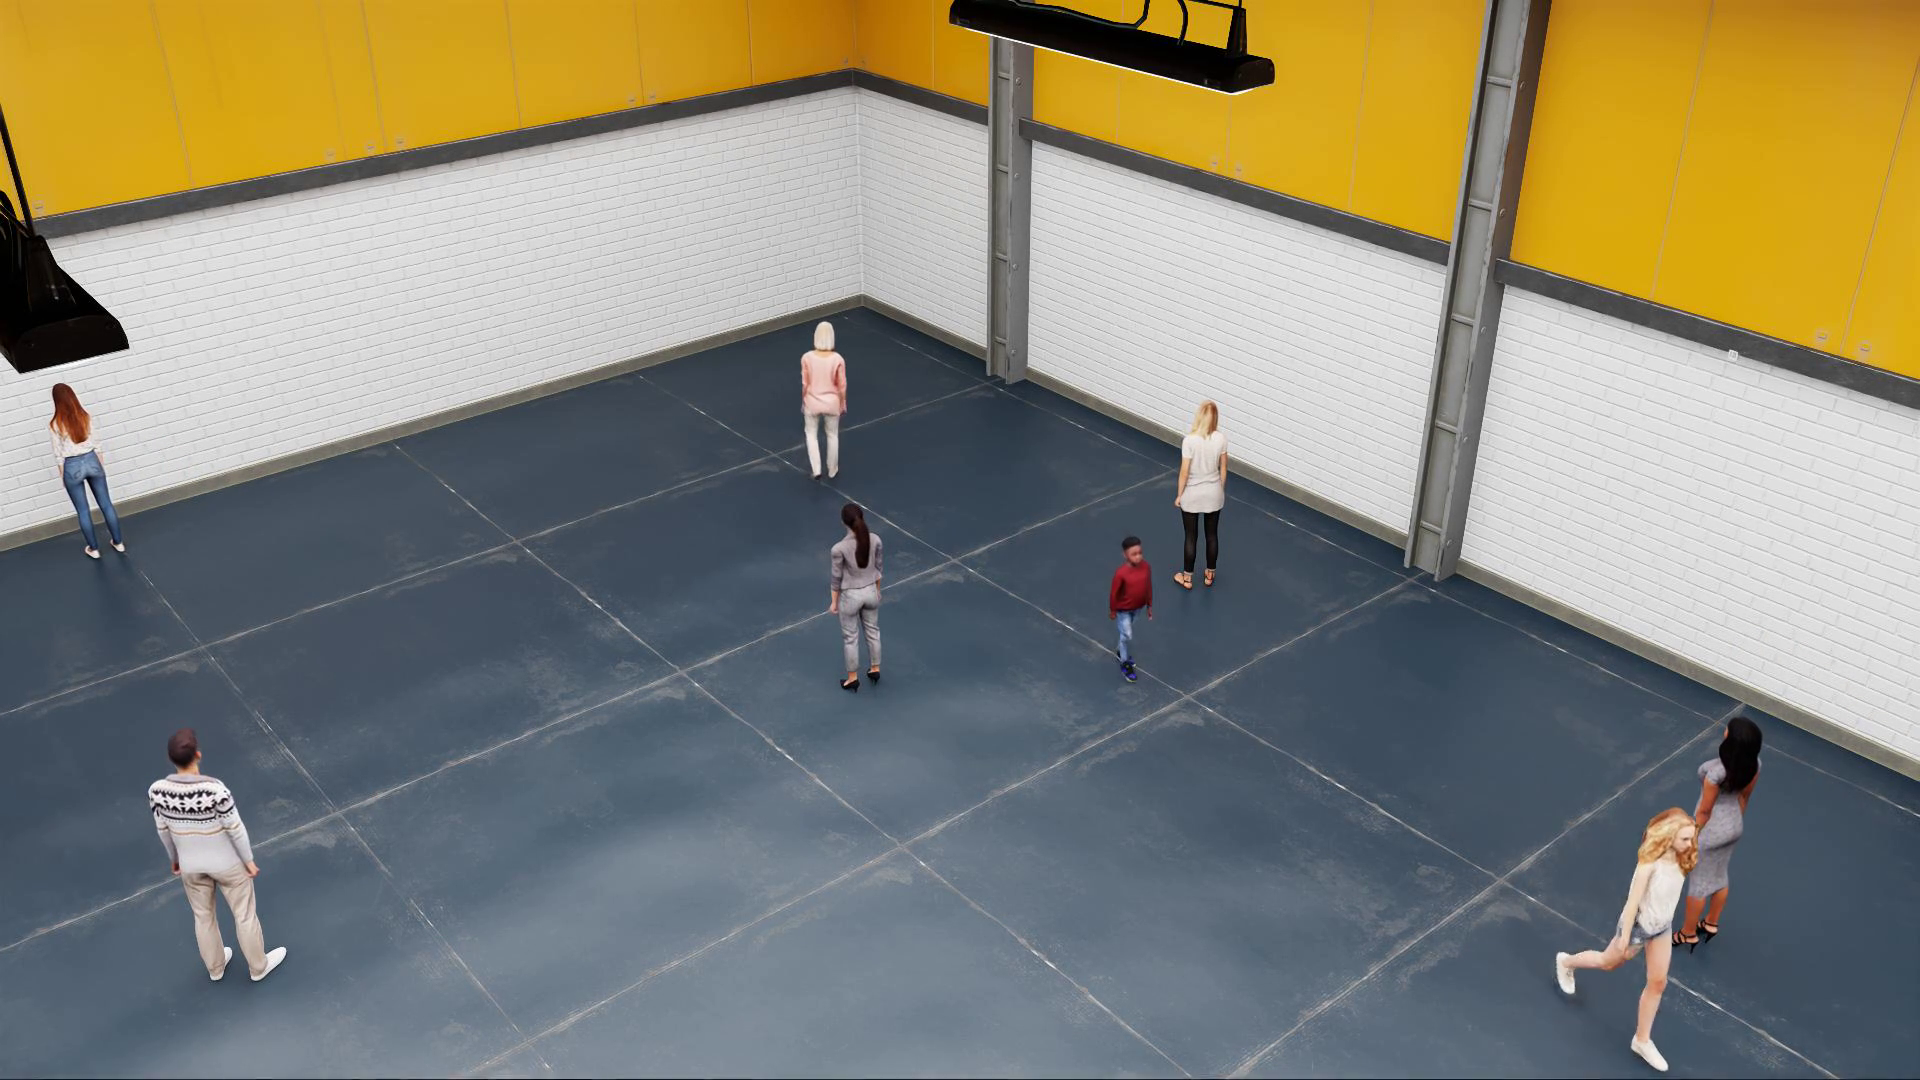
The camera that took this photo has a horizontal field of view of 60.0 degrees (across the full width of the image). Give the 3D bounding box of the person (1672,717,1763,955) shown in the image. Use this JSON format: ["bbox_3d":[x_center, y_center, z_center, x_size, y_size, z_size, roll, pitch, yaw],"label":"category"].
[{"bbox_3d":[4.874,1.901,10.719,0.641,1.781,0.626,-11,30,-19],"label":"person"}]

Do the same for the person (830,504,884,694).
[{"bbox_3d":[-0.825,0.472,13.444,0.652,1.679,0.628,-16,32,-27],"label":"person"}]

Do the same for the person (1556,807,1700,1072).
[{"bbox_3d":[4.045,2.296,10.063,0.760,1.716,1.201,-13,31,-23],"label":"person"}]

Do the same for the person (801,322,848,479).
[{"bbox_3d":[-1.387,-1.362,16.766,0.822,1.719,0.885,-1,29,-2],"label":"person"}]

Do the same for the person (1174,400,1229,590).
[{"bbox_3d":[2.172,-0.402,14.894,0.687,1.826,0.691,-5,29,-9],"label":"person"}]

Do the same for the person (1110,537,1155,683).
[{"bbox_3d":[1.369,0.506,13.838,0.538,1.242,0.660,-18,34,-30],"label":"person"}]

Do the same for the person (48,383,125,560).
[{"bbox_3d":[-8.147,-0.649,15.448,0.536,1.729,0.581,25,37,38],"label":"person"}]

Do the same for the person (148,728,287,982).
[{"bbox_3d":[-4.713,2.001,10.452,0.761,1.860,0.805,1,29,2],"label":"person"}]
